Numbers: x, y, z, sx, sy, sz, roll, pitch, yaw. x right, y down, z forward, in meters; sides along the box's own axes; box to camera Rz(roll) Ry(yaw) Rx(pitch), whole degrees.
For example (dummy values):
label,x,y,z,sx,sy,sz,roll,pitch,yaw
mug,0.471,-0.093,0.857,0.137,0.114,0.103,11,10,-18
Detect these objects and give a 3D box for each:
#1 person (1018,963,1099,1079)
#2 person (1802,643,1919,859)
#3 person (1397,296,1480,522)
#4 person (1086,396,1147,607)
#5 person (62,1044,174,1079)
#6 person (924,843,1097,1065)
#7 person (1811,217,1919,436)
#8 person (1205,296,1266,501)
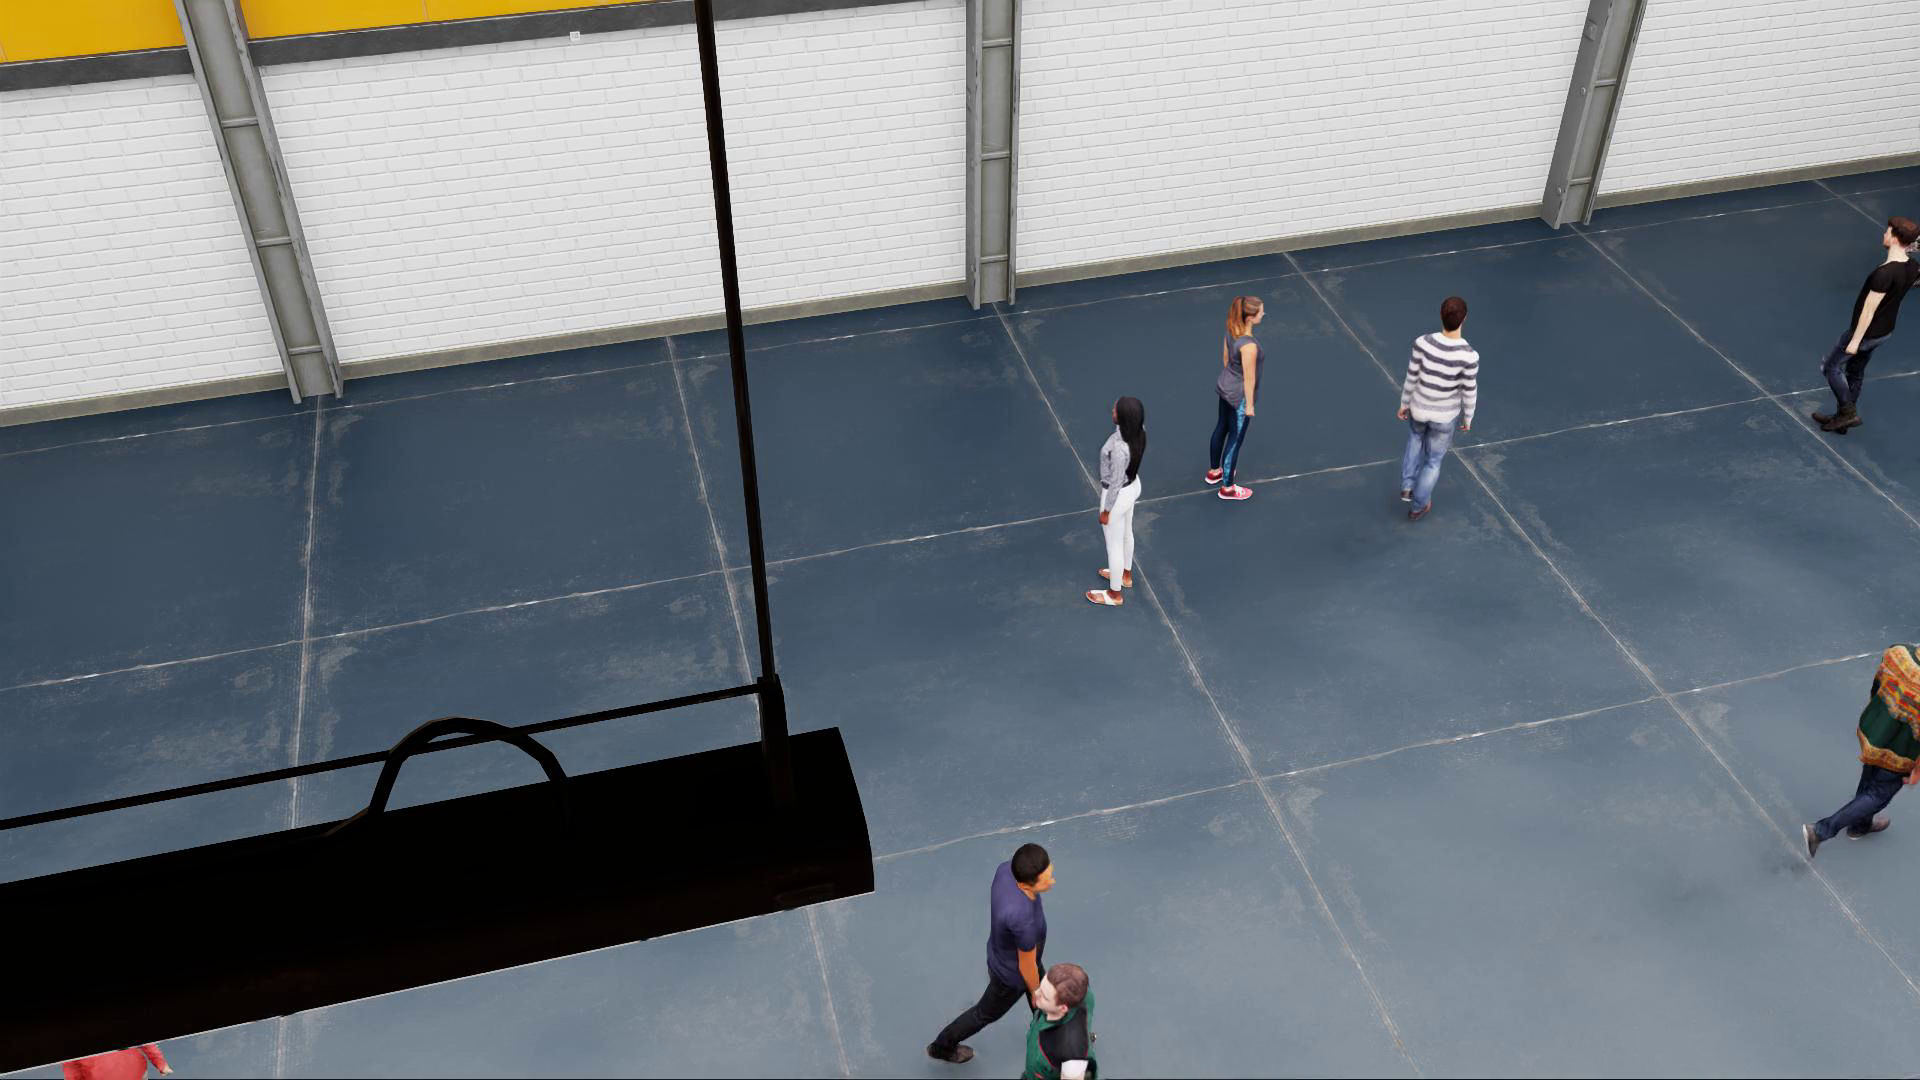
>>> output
label,x,y,z,sx,sy,sz,roll,pitch,yaw
person,0.532,2.607,7.952,0.709,1.837,0.707,-2,39,-2
person,5.420,1.196,9.757,1.042,1.789,0.728,-13,40,-15
person,3.485,-0.914,12.367,0.824,1.830,0.877,23,44,26
person,1.124,-0.294,11.675,0.714,1.725,0.673,16,41,19
person,-4.236,2.639,8.274,0.955,1.385,0.914,22,44,25
person,0.177,2.186,8.560,1.222,1.736,0.814,-3,39,-4
person,7.305,-1.621,13.213,0.767,1.879,0.874,-27,46,-30
person,2.106,-1.102,12.688,0.521,1.722,0.557,-10,40,-12
